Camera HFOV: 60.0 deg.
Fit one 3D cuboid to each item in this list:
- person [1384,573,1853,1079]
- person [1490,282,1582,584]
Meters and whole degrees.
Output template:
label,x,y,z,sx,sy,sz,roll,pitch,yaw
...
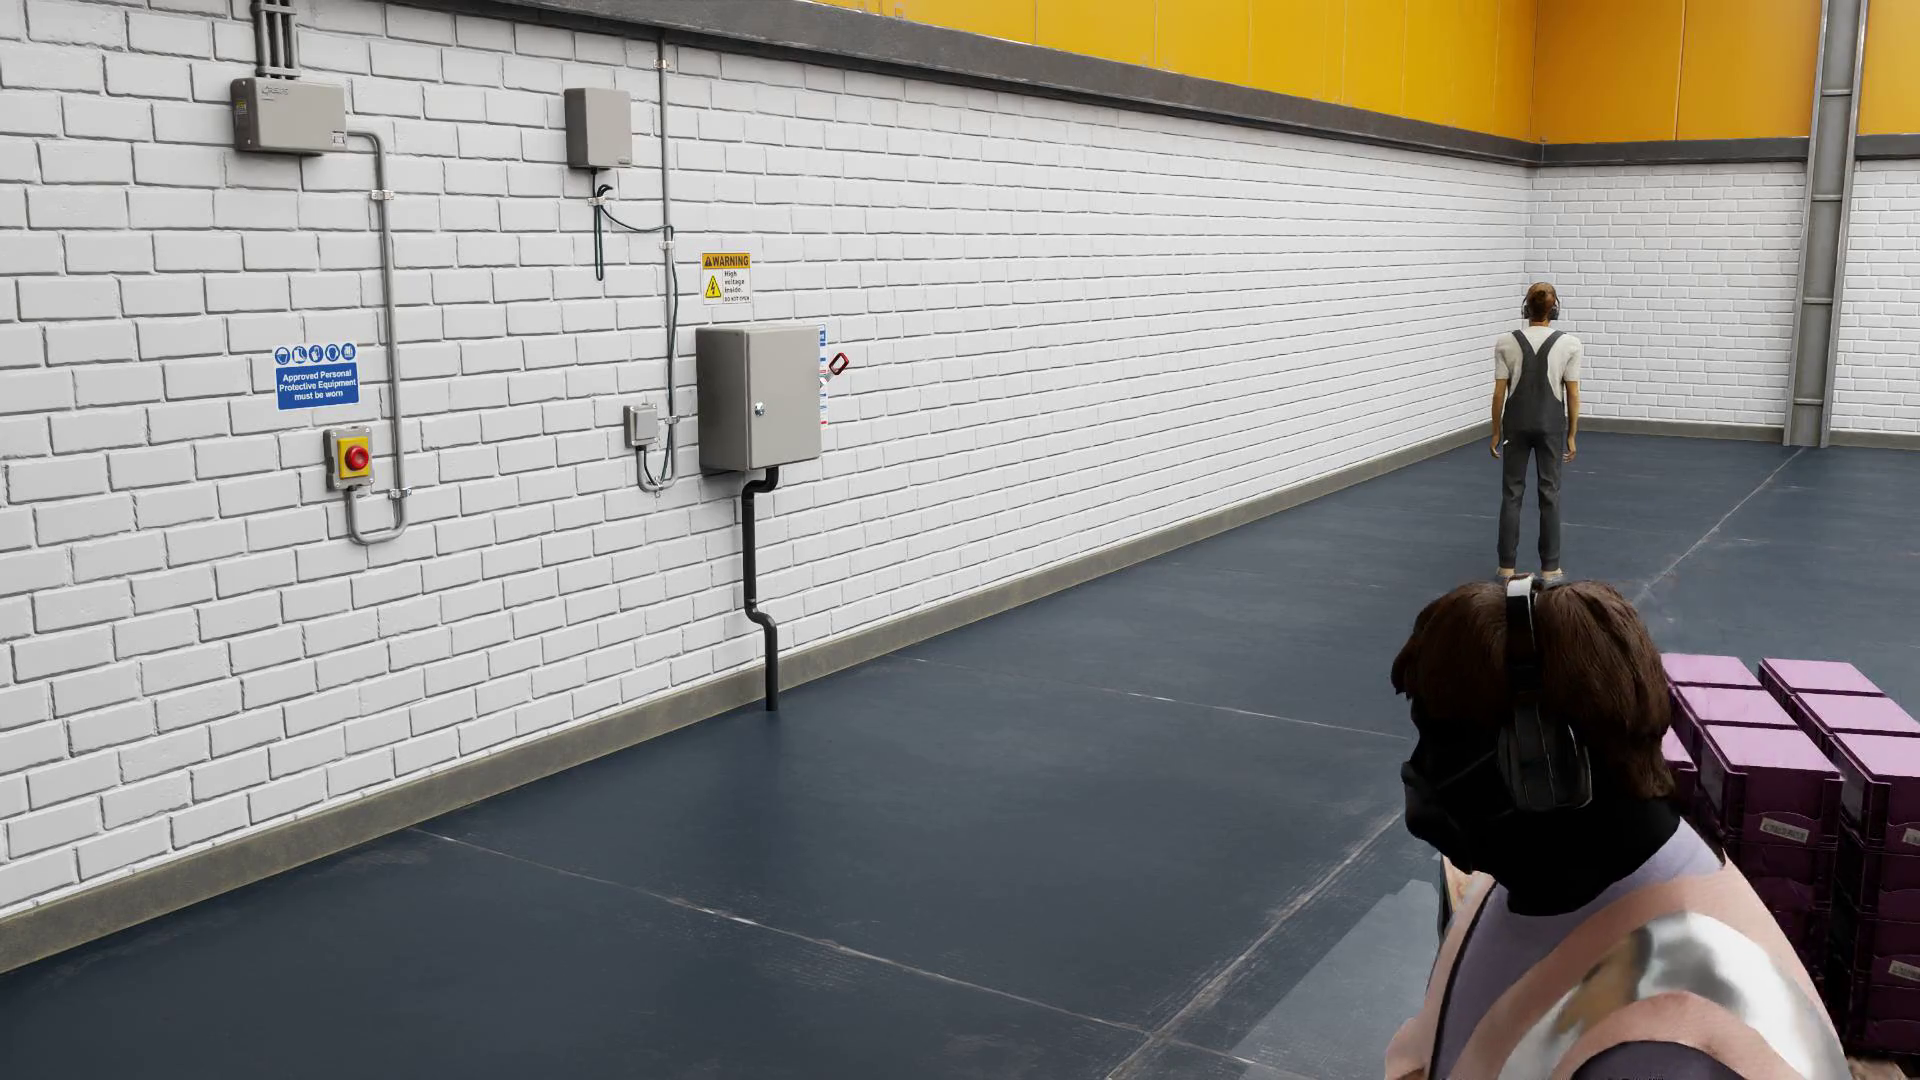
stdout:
label,x,y,z,sx,sy,sz,roll,pitch,yaw
person,0.545,0.933,1.595,0.876,1.785,0.713,1,10,4
person,3.518,-0.649,10.208,0.506,1.845,0.342,4,11,23
